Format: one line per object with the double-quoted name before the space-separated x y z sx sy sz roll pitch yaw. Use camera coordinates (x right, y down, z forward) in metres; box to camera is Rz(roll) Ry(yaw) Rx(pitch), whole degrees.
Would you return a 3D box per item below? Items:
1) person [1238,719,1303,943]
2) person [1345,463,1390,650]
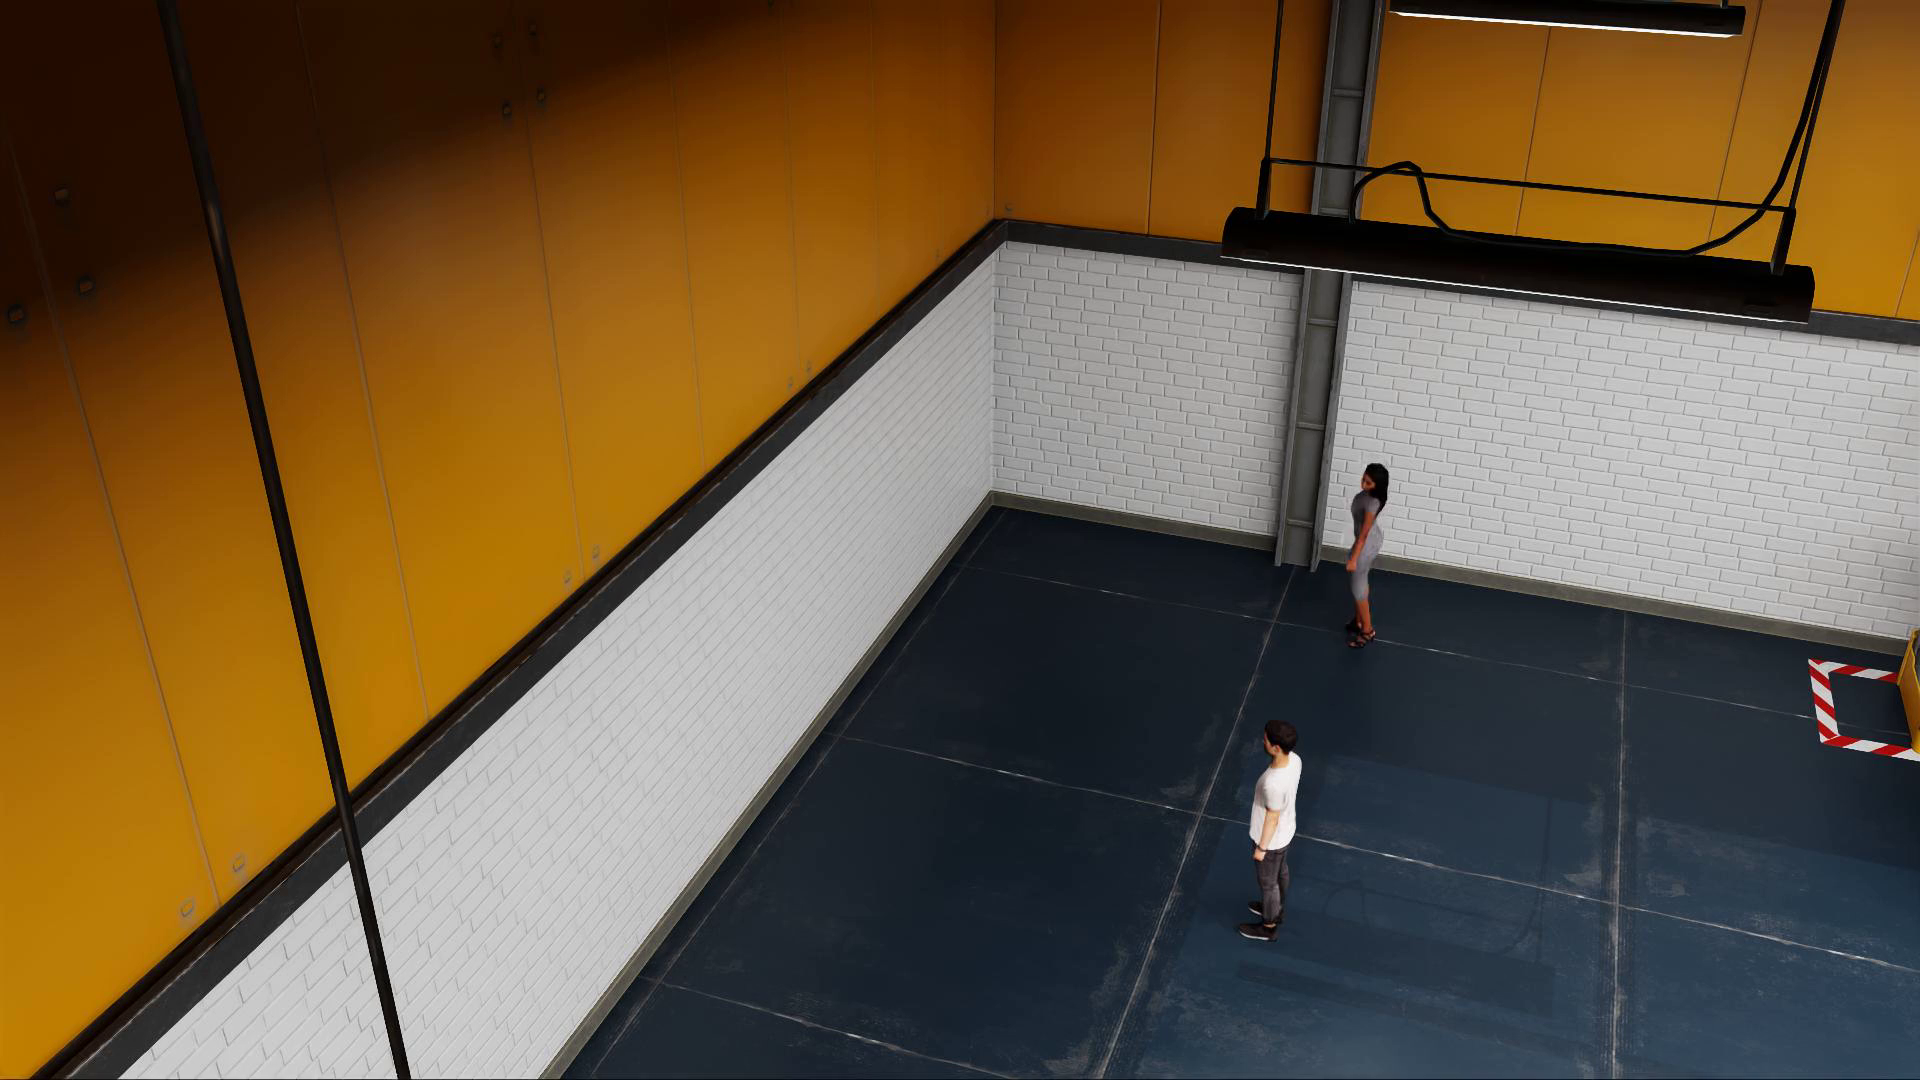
"person" 2.110 1.937 11.157 0.560 1.721 0.650 14 32 24
"person" 3.541 0.084 14.510 0.599 1.762 0.651 22 35 34
